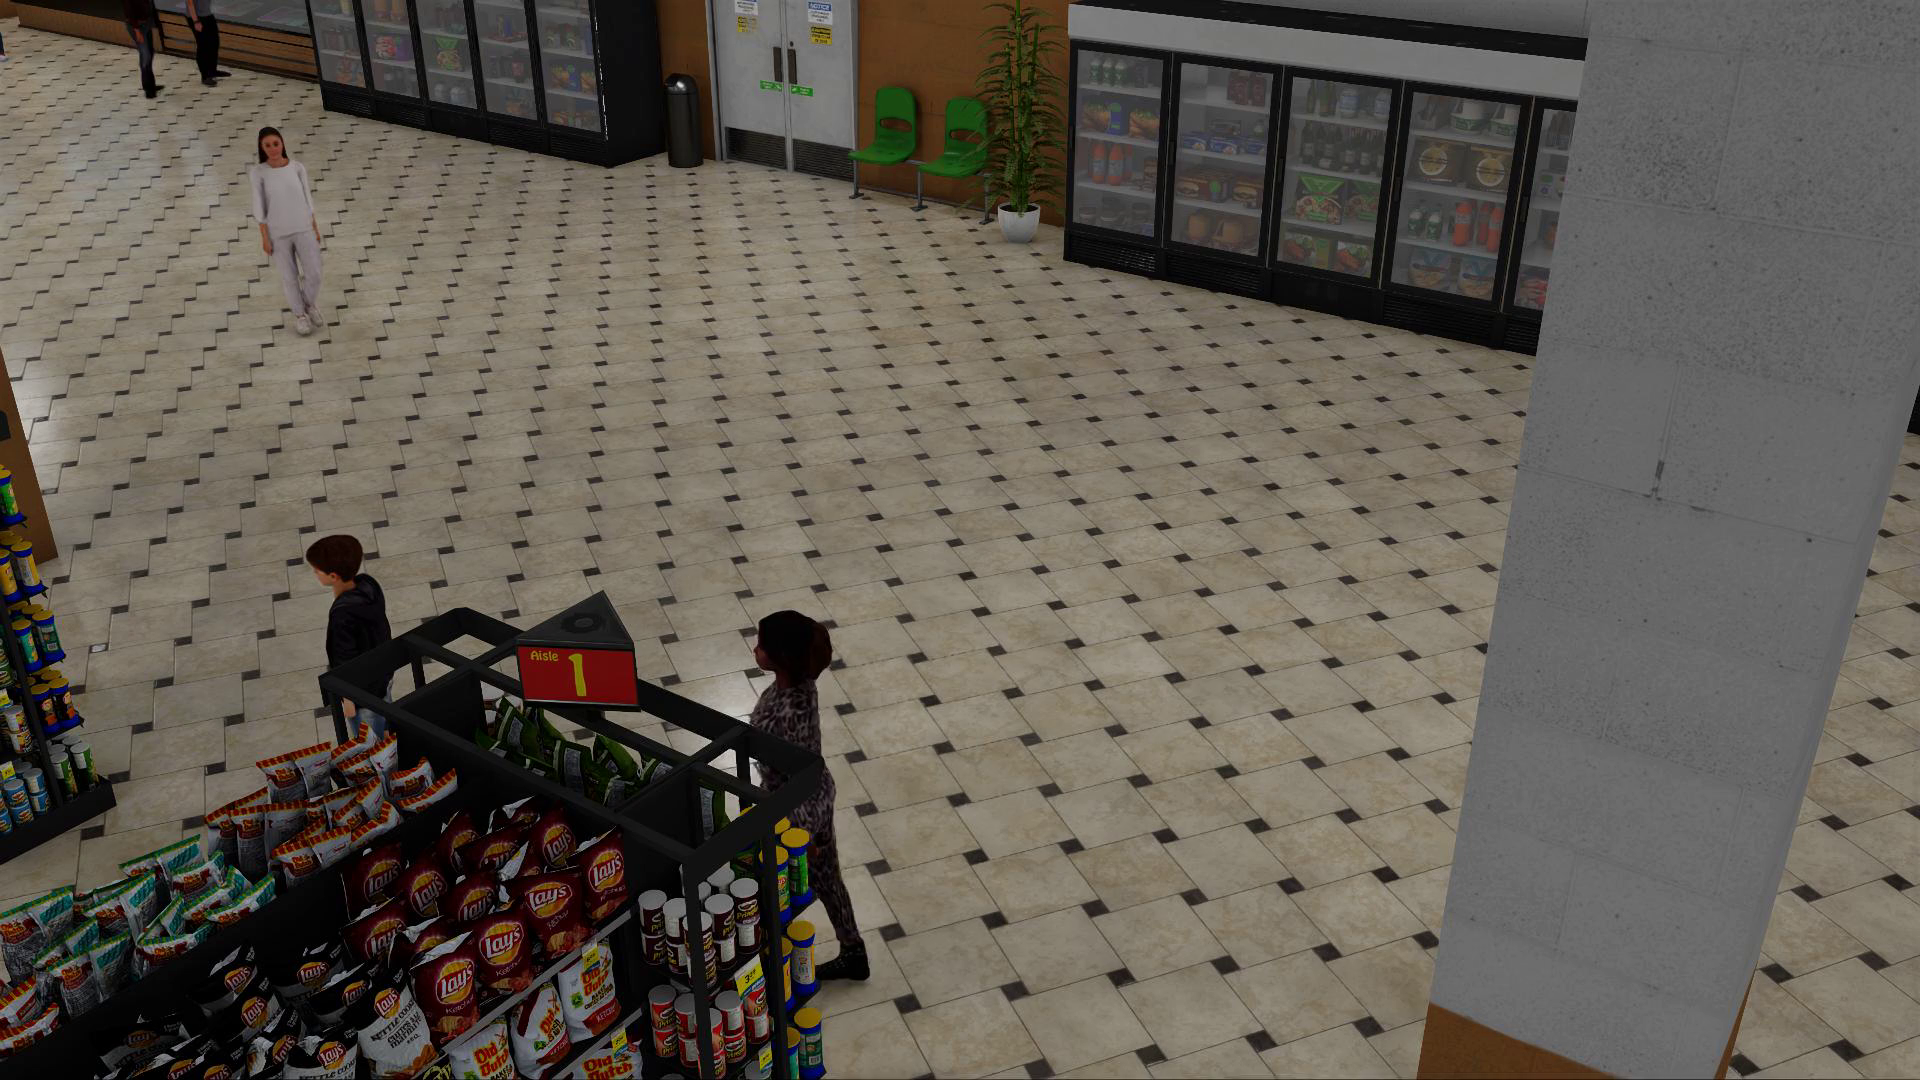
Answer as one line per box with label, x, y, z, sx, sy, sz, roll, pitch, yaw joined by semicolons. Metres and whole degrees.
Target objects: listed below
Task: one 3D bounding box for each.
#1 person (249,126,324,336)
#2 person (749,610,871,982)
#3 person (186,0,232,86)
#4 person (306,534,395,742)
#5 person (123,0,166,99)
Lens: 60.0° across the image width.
person;-5.413;-2.498;13.393;0.657;1.679;0.771;-16;31;-29
person;-0.536;1.045;6.395;0.987;1.688;0.988;0;27;-1
person;-10.112;-6.939;22.102;0.936;1.722;0.769;-2;27;-3
person;-2.681;0.623;7.494;0.676;1.447;0.589;1;27;3
person;-10.534;-6.572;21.348;0.939;1.750;0.783;-4;27;-7
